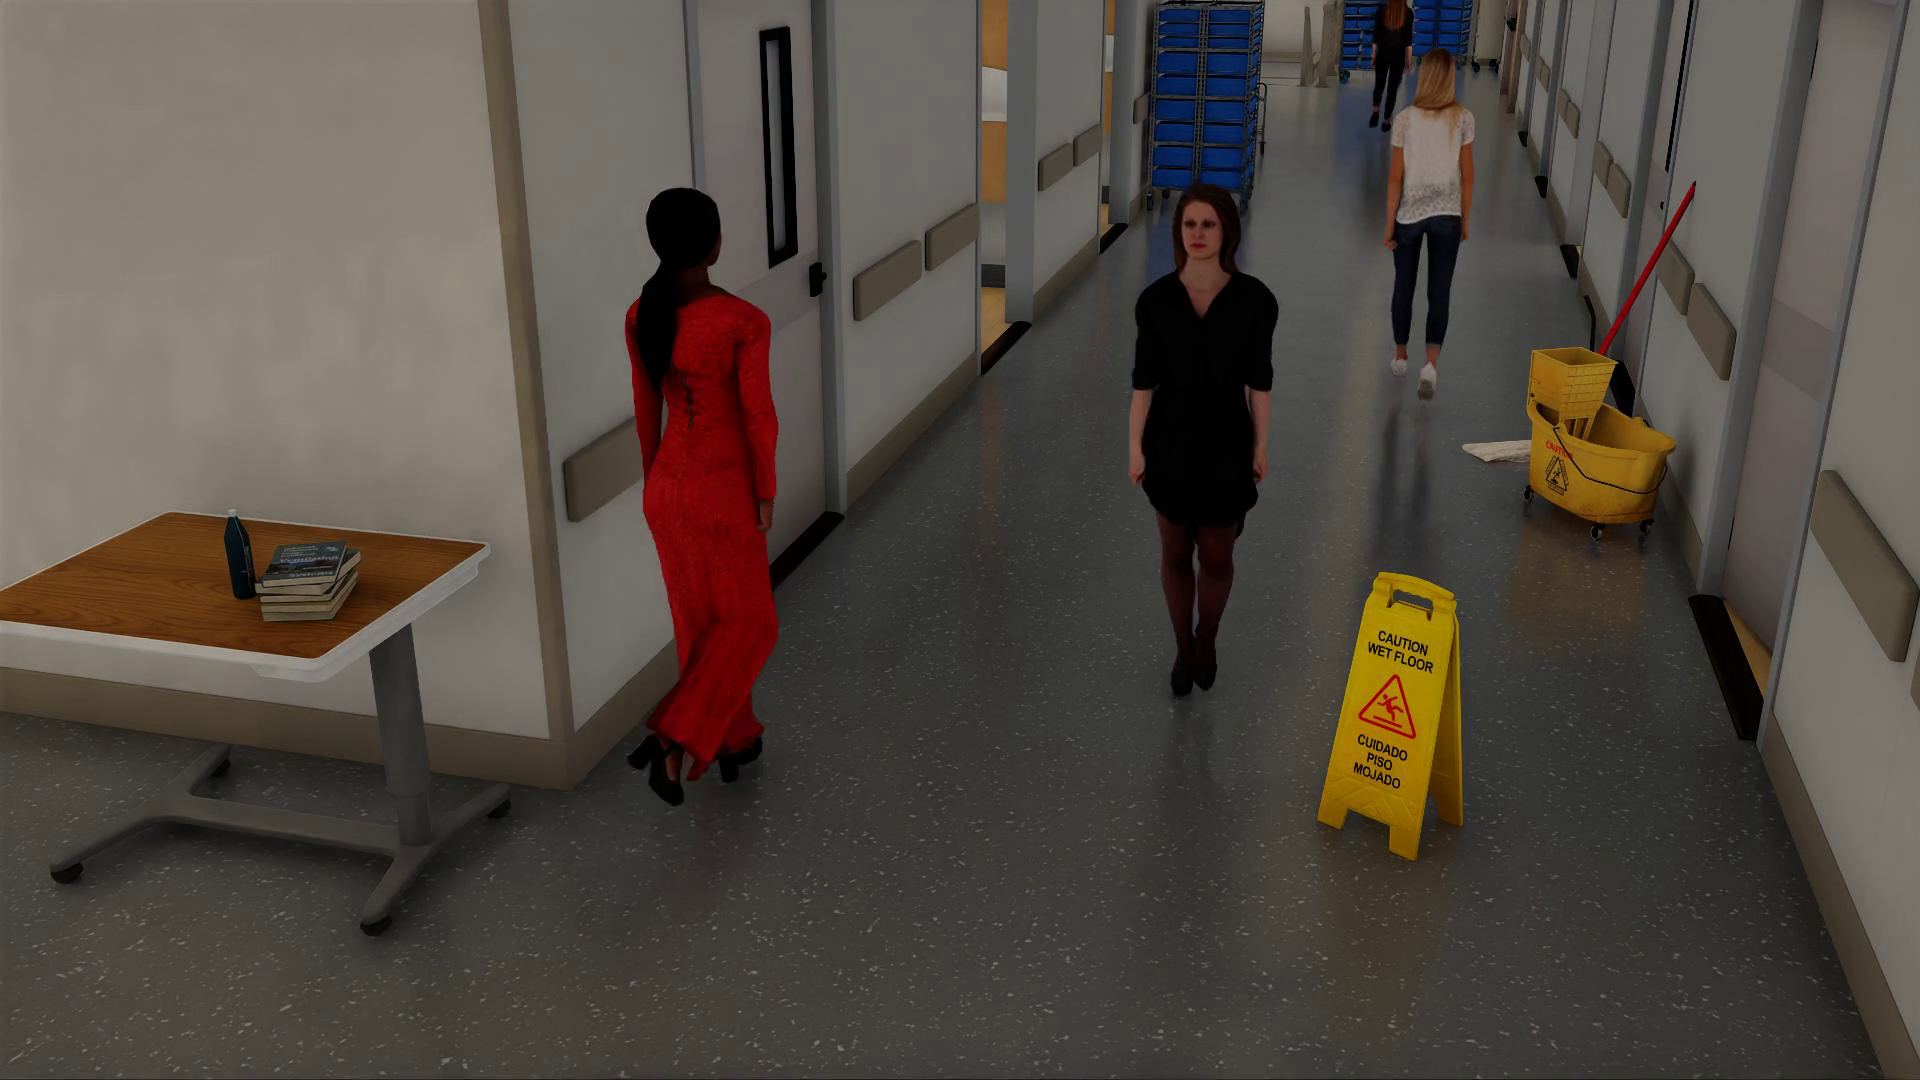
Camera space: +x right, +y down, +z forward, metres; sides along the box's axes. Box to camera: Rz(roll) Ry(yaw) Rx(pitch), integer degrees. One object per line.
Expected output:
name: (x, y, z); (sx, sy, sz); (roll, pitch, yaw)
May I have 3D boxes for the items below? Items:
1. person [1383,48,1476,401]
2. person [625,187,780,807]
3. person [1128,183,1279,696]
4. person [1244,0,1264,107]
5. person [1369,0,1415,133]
person: (2.461, -1.619, 8.725); (0.593, 1.775, 1.125); (5, 21, 14)
person: (-0.755, -0.054, 4.607); (0.697, 1.766, 0.950); (9, 23, 23)
person: (0.773, -0.303, 5.362); (0.589, 1.696, 0.604); (5, 21, 12)
person: (3.672, -6.677, 21.955); (0.923, 1.863, 1.002); (-7, 22, -19)
person: (5.020, -5.636, 19.431); (0.658, 1.703, 0.694); (9, 22, 22)
